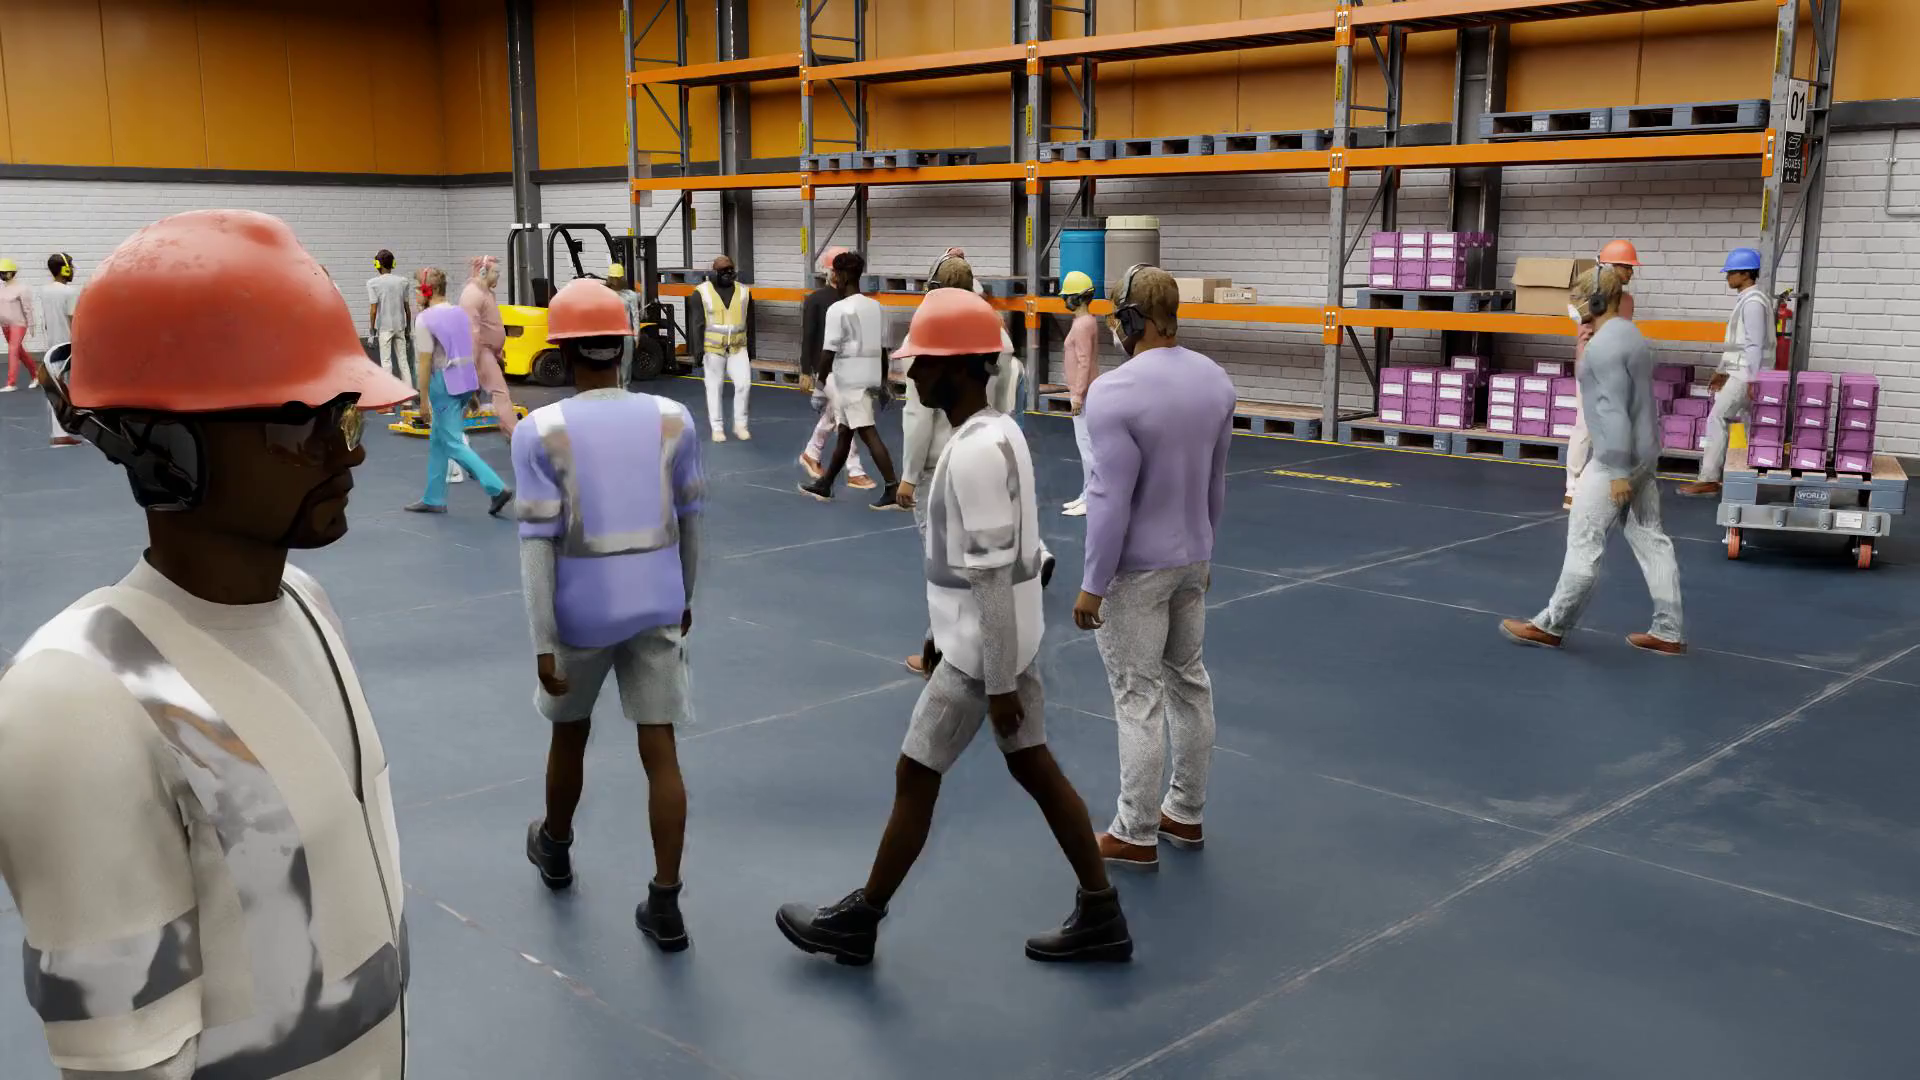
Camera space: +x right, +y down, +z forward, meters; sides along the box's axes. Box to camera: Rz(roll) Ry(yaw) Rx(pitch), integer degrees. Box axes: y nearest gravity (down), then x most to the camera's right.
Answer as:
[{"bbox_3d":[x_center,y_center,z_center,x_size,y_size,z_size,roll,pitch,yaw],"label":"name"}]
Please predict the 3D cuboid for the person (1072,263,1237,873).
[{"bbox_3d":[0.605,0.094,5.319,0.627,1.936,0.372,-10,14,-43],"label":"person"}]

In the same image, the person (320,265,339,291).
[{"bbox_3d":[-8.924,-3.031,23.248,0.517,1.611,0.619,1,10,6],"label":"person"}]

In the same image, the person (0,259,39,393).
[{"bbox_3d":[-12.363,-2.818,21.778,0.527,1.727,0.887,2,11,13],"label":"person"}]

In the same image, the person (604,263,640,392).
[{"bbox_3d":[-4.105,-2.484,20.035,0.494,1.696,0.922,-2,11,-10],"label":"person"}]

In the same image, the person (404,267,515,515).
[{"bbox_3d":[-3.622,-1.053,11.948,0.854,1.804,0.577,2,11,13],"label":"person"}]

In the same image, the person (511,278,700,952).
[{"bbox_3d":[-1.044,0.192,4.912,0.570,1.892,0.957,-5,12,-26],"label":"person"}]

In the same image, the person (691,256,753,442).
[{"bbox_3d":[-2.305,-1.858,16.284,0.631,1.823,0.503,-4,11,-22],"label":"person"}]

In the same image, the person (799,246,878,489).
[{"bbox_3d":[-1.030,-1.420,13.578,0.624,1.945,1.048,-9,14,-42],"label":"person"}]

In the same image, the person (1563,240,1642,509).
[{"bbox_3d":[4.752,-1.201,12.244,0.614,1.987,0.399,-7,12,-33],"label":"person"}]

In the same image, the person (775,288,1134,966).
[{"bbox_3d":[0.022,0.262,4.552,1.016,1.880,0.566,2,11,9],"label":"person"}]

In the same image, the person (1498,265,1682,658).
[{"bbox_3d":[3.129,-0.366,8.041,0.848,1.887,0.650,7,13,34],"label":"person"}]

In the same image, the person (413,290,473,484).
[{"bbox_3d":[-4.200,-1.248,13.558,0.350,1.605,0.629,3,11,18],"label":"person"}]

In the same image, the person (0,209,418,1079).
[{"bbox_3d":[-0.726,0.688,1.782,0.378,2.045,0.605,-1,10,-4],"label":"person"}]

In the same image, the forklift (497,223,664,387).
[{"bbox_3d":[-5.316,-3.263,22.920,2.313,2.155,1.214,-10,14,-44],"label":"forklift"}]

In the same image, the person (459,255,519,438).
[{"bbox_3d":[-4.387,-1.688,15.308,1.038,1.848,0.649,-2,11,-10],"label":"person"}]

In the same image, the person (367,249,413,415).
[{"bbox_3d":[-6.460,-2.348,18.833,0.519,1.865,0.328,-10,14,-43],"label":"person"}]

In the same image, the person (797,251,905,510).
[{"bbox_3d":[-0.809,-1.177,12.354,1.056,1.900,0.631,6,12,30],"label":"person"}]

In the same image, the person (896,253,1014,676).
[{"bbox_3d":[-0.035,-0.331,7.627,0.627,1.940,0.372,-10,14,-43],"label":"person"}]

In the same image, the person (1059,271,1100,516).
[{"bbox_3d":[0.868,-1.054,12.051,0.329,1.765,0.527,2,11,9],"label":"person"}]

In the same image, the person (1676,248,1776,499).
[{"bbox_3d":[5.893,-1.260,12.749,0.790,1.915,0.595,6,12,28],"label":"person"}]

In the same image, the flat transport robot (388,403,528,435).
[{"bbox_3d":[-5.111,-1.264,17.264,1.431,0.197,0.652,-10,14,-44],"label":"flat transport robot"}]

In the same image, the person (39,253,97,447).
[{"bbox_3d":[-8.549,-1.840,16.092,0.569,1.845,0.752,4,11,23],"label":"person"}]

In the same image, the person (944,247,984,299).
[{"bbox_3d":[-0.075,-1.875,16.130,0.640,1.910,0.407,-10,14,-43],"label":"person"}]

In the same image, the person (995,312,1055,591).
[{"bbox_3d":[0.212,-0.476,9.305,0.521,1.615,0.674,-10,14,-44],"label":"person"}]
